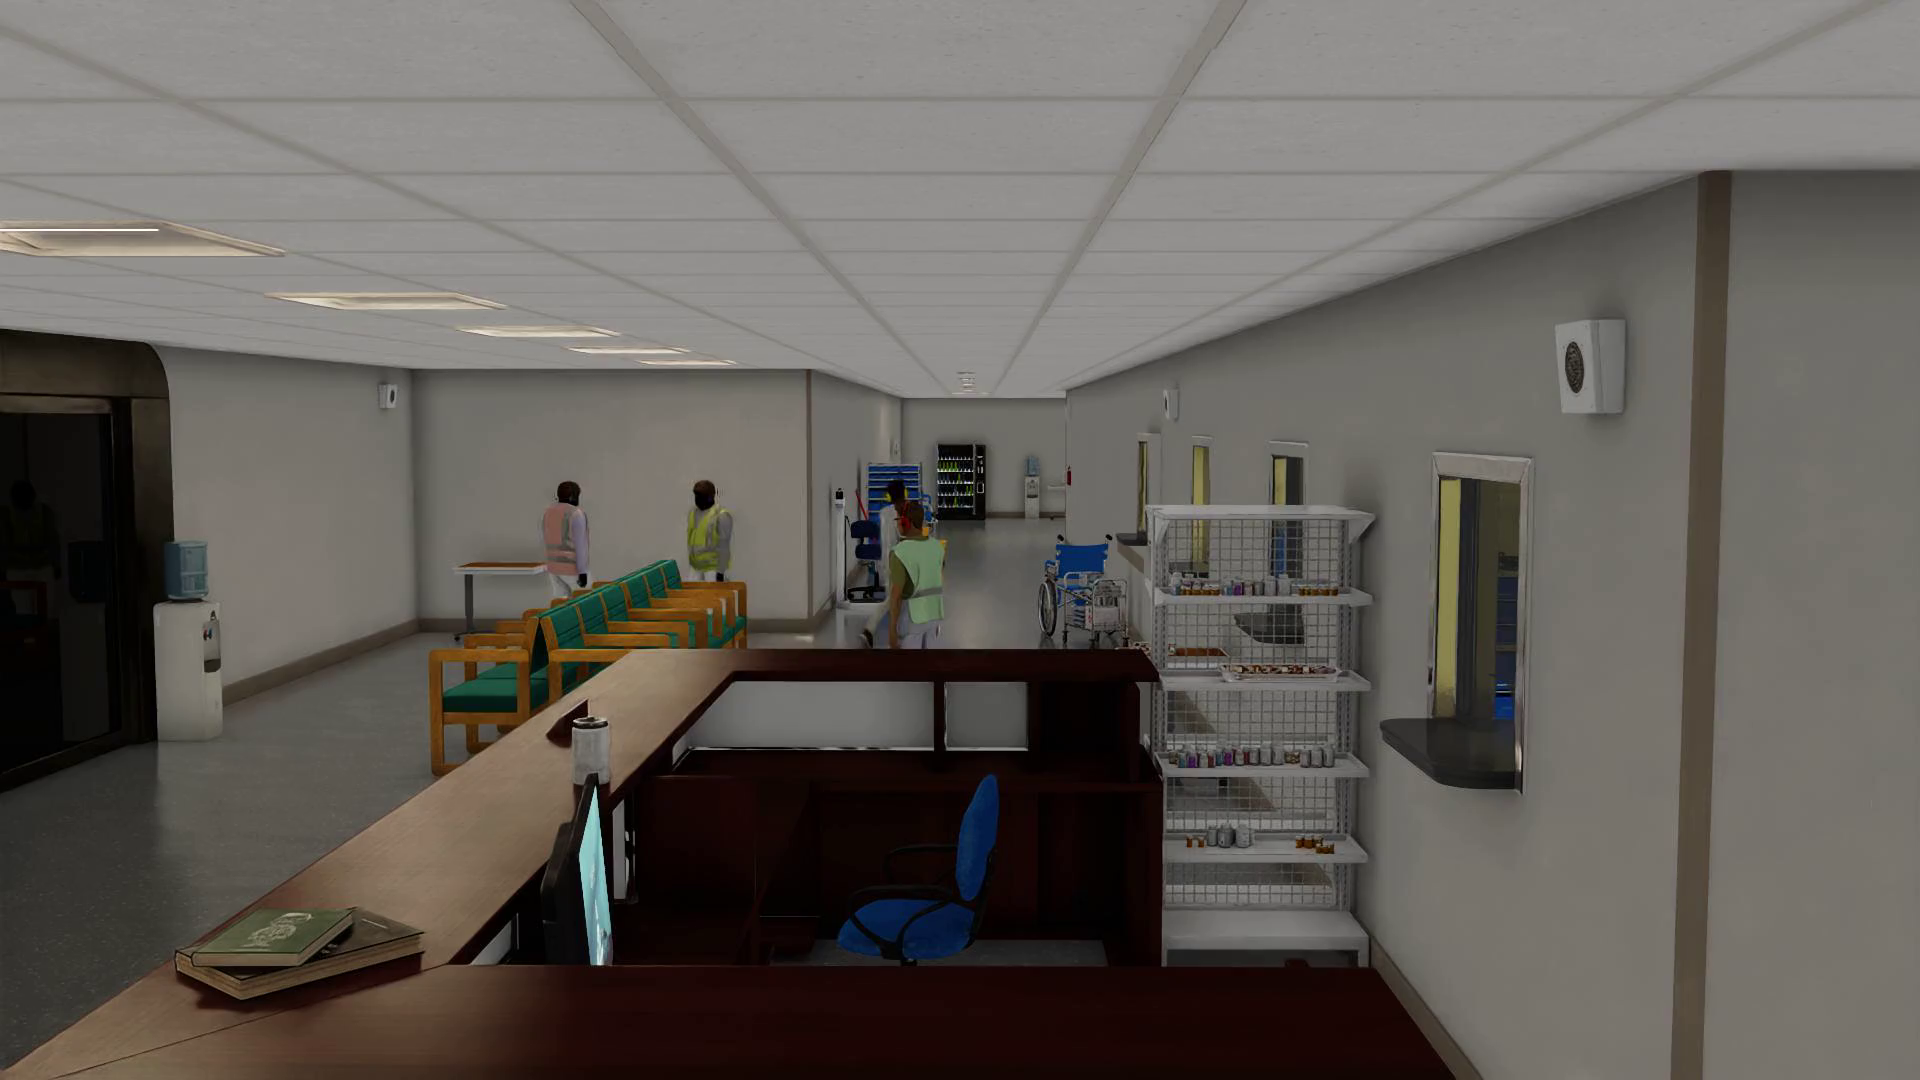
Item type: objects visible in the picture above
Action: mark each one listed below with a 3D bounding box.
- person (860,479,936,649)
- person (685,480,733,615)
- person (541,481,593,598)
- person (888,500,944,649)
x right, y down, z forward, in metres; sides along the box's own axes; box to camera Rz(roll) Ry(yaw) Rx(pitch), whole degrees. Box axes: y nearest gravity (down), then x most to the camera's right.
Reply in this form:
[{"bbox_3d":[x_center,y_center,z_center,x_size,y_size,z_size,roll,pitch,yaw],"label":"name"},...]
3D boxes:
[{"bbox_3d":[-0.668,0.268,17.336,0.666,1.842,0.559,-3,5,-39],"label":"person"},{"bbox_3d":[-2.611,0.279,17.294,0.636,1.824,0.446,3,5,40],"label":"person"},{"bbox_3d":[-3.949,0.314,16.794,0.641,1.822,0.455,3,5,37],"label":"person"},{"bbox_3d":[-0.321,0.624,12.369,0.389,1.837,0.562,3,5,37],"label":"person"}]
